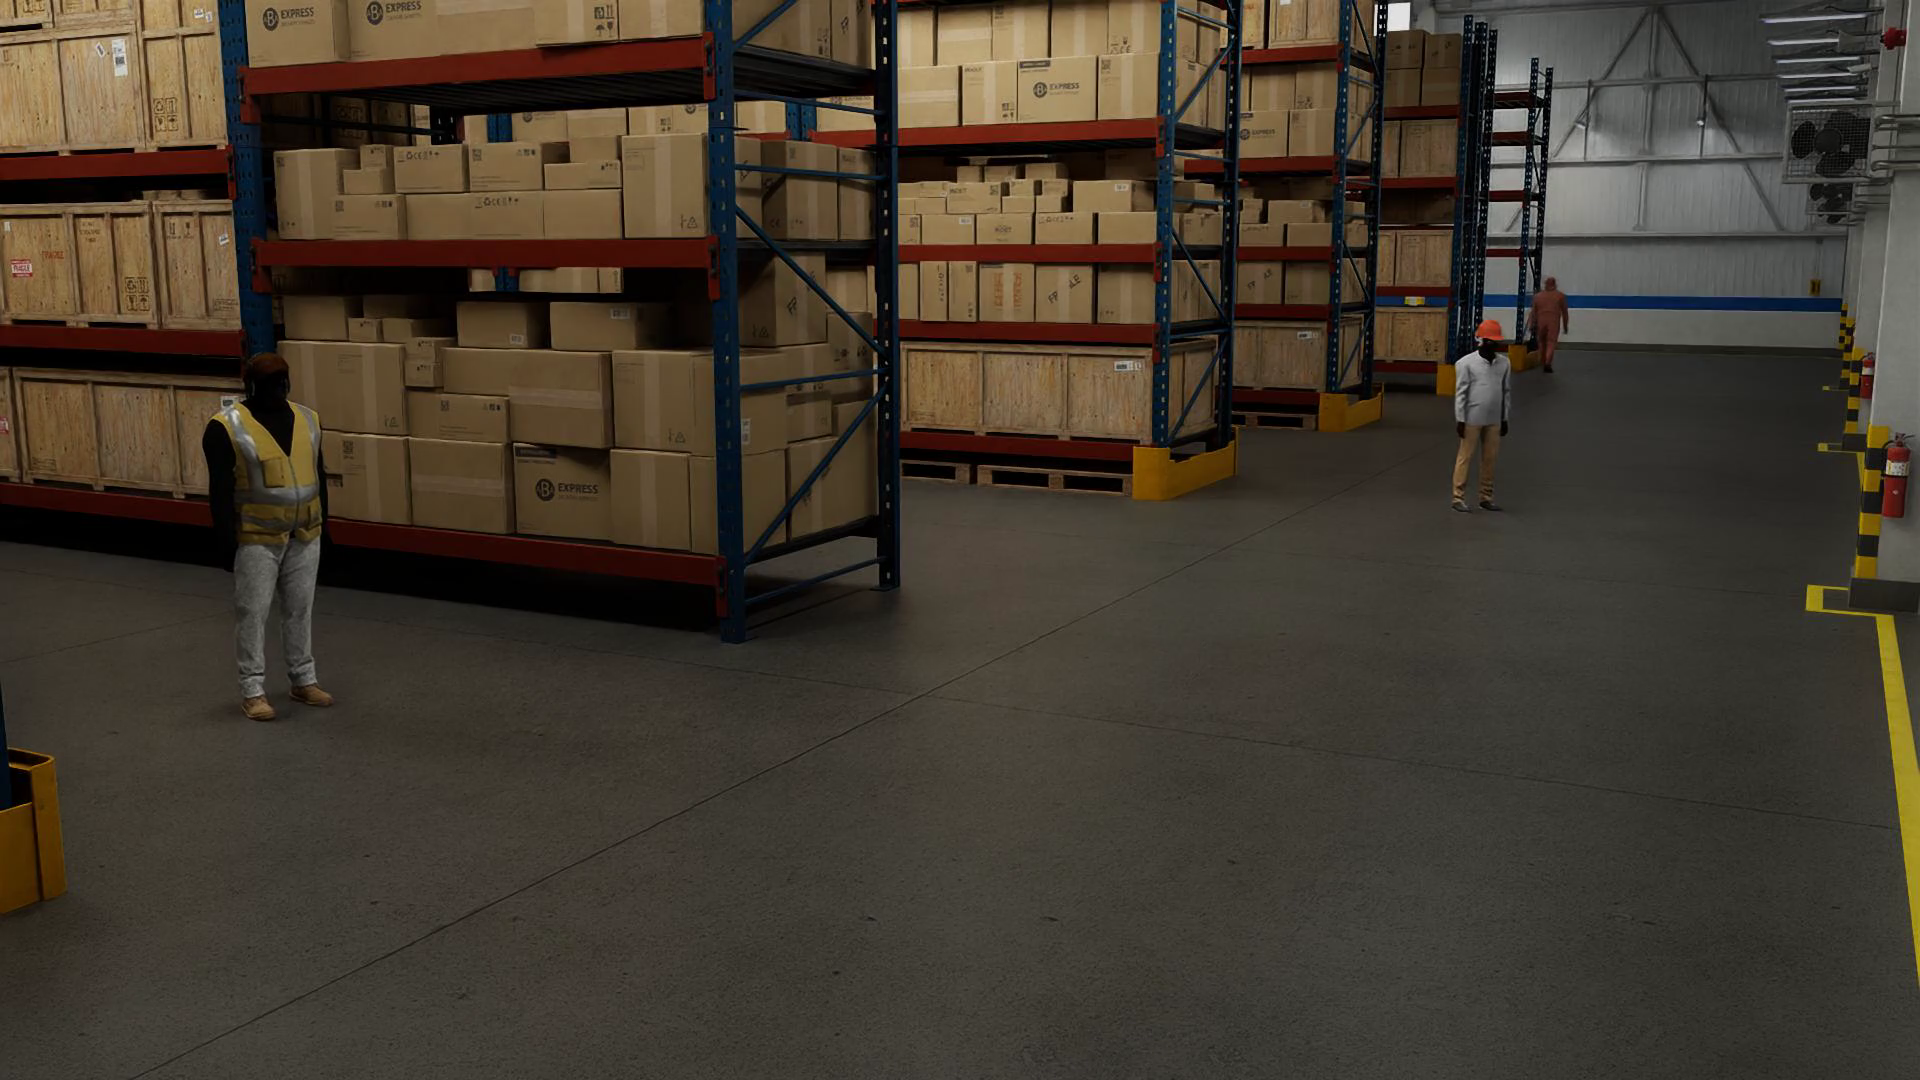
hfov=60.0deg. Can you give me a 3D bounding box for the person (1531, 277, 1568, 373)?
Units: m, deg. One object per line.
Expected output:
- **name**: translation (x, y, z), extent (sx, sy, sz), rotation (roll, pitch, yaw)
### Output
- **person**: translation (11.554, -4.220, 32.649), extent (0.671, 1.860, 0.952), rotation (5, 11, 28)

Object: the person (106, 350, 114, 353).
- **person**: translation (-9.861, -1.943, 19.534), extent (0.404, 1.827, 0.600), rotation (6, 11, 30)

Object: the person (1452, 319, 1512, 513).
- **person**: translation (4.712, -1.109, 14.962), extent (0.566, 1.742, 0.351), rotation (-3, 10, -17)

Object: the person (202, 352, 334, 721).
- **person**: translation (-3.451, -0.026, 8.404), extent (0.429, 1.842, 0.630), rotation (7, 12, 37)
